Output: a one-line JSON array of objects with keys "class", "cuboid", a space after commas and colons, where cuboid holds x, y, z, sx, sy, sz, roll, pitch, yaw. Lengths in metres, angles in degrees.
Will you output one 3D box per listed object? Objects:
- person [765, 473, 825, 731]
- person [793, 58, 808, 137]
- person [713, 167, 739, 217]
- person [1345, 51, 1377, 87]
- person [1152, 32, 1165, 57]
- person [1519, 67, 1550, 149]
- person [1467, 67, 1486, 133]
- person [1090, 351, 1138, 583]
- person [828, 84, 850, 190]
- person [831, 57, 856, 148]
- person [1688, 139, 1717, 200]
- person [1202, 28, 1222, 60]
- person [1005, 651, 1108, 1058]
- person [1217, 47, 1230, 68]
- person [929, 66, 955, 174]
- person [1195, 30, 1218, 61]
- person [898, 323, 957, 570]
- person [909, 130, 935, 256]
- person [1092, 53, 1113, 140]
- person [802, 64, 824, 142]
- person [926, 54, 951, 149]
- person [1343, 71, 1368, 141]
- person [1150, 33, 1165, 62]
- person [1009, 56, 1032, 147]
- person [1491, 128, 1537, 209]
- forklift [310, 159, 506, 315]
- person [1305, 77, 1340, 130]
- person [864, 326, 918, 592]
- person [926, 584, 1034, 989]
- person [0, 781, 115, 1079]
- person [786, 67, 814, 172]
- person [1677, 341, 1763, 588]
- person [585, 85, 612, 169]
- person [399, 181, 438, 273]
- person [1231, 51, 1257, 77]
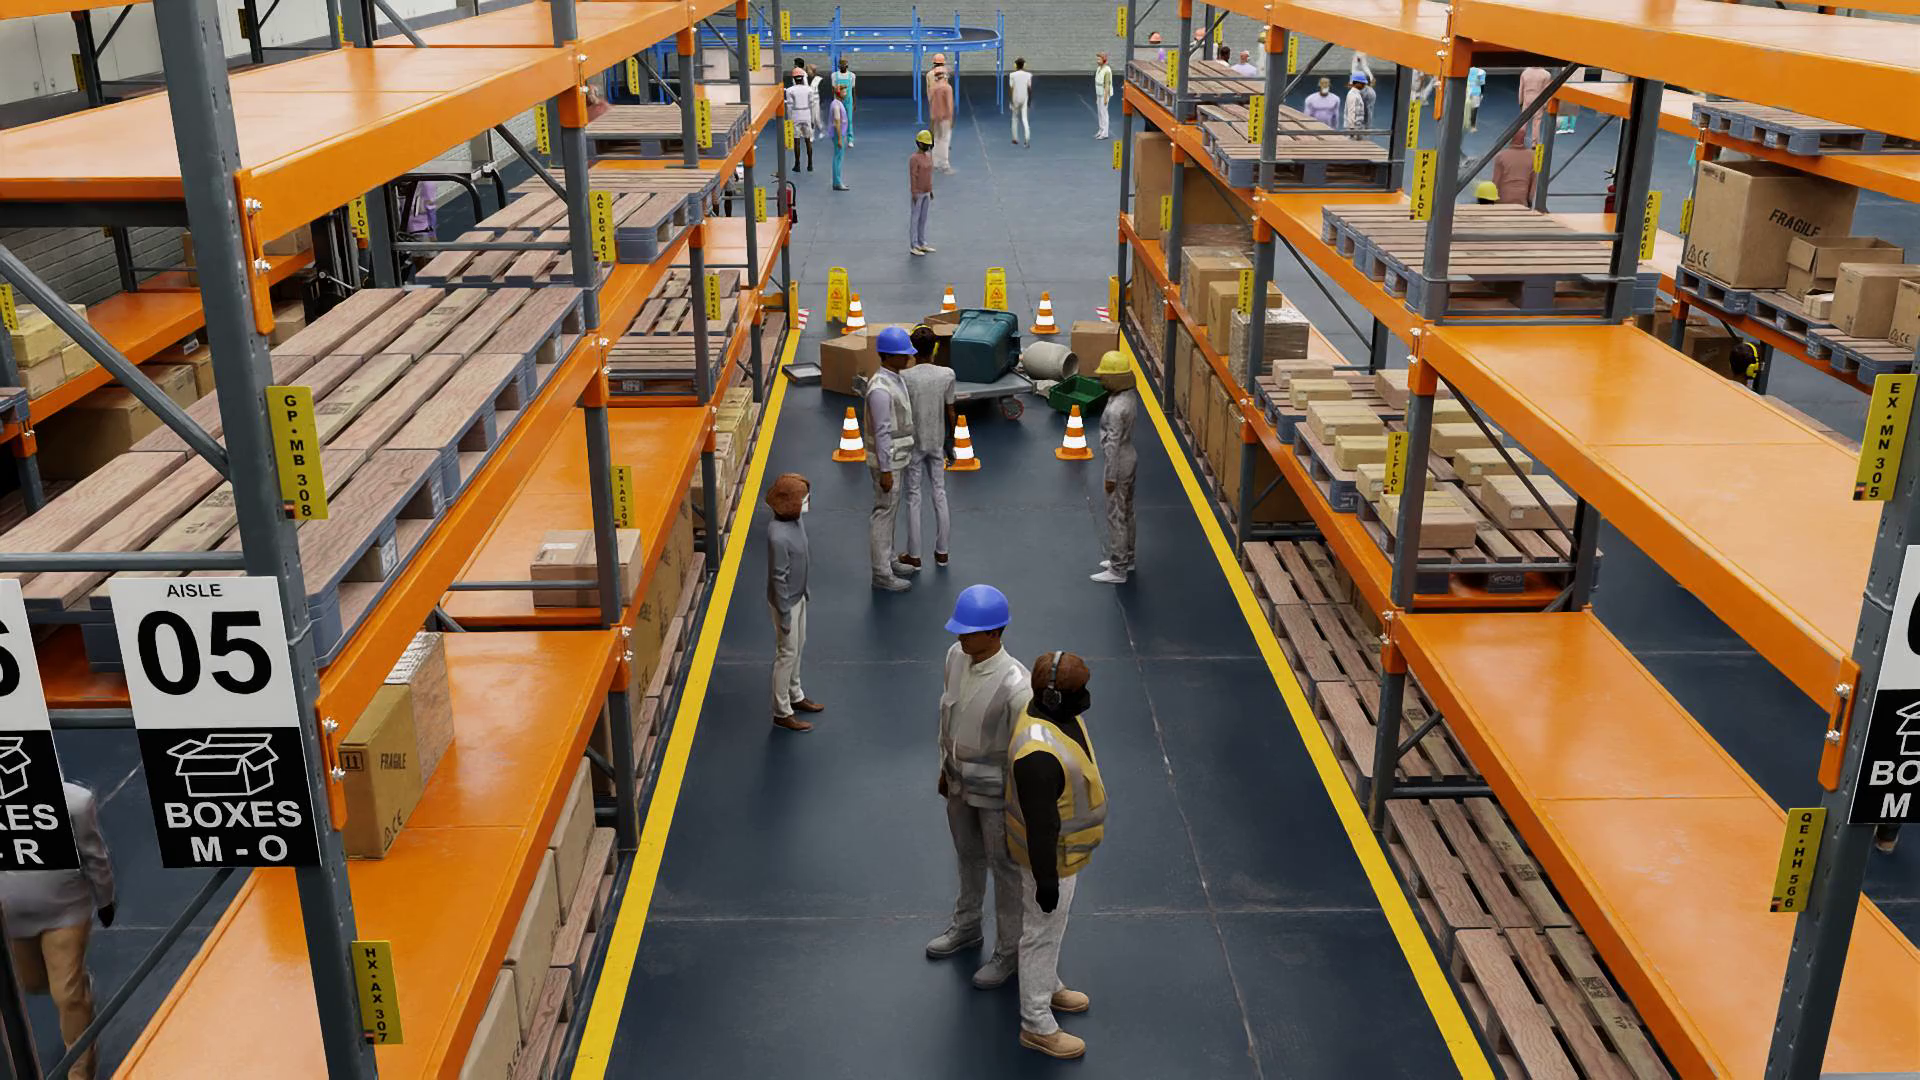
[{"class": "person", "cuboid": [-1.006, 0.366, 9.969, 0.297, 1.622, 0.509, 2, 21, 6]}, {"class": "person", "cuboid": [-3.492, -9.702, 36.476, 0.316, 1.695, 0.541, -16, 26, -36]}, {"class": "person", "cuboid": [-3.612, -5.657, 25.444, 0.354, 1.942, 0.545, 18, 27, 39]}, {"class": "person", "cuboid": [11.320, -13.656, 46.717, 0.576, 1.854, 0.852, -19, 28, -41]}, {"class": "person", "cuboid": [4.783, -11.457, 40.790, 0.400, 1.936, 0.677, -9, 23, -23]}, {"class": "person", "cuboid": [11.960, -9.115, 34.633, 0.645, 1.907, 0.400, 18, 27, 40]}, {"class": "person", "cuboid": [11.481, -9.990, 37.250, 0.529, 1.689, 0.321, 15, 26, 35]}, {"class": "person", "cuboid": [1.132, -0.539, 12.207, 0.322, 1.738, 0.486, 7, 22, 17]}, {"class": "person", "cuboid": [-2.167, -7.159, 29.551, 0.372, 1.840, 0.570, -2, 21, -4]}, {"class": "person", "cuboid": [-2.433, -9.157, 34.829, 0.515, 1.844, 0.333, -2, 21, -5]}, {"class": "person", "cuboid": [11.659, -5.868, 26.132, 0.391, 1.848, 0.563, 11, 23, 27]}, {"class": "person", "cuboid": [6.956, -13.463, 45.939, 0.678, 2.000, 0.536, 14, 25, 33]}, {"class": "person", "cuboid": [0.412, 1.322, 7.136, 0.429, 1.842, 0.635, 3, 21, 8]}, {"class": "person", "cuboid": [5.748, -9.915, 36.750, 0.401, 1.907, 0.600, -8, 22, -19]}, {"class": "person", "cuboid": [-0.296, -7.941, 31.493, 0.391, 1.951, 0.768, -16, 26, -37]}, {"class": "person", "cuboid": [6.134, -11.889, 41.868, 0.670, 1.962, 1.069, 7, 22, 17]}, {"class": "person", "cuboid": [-0.279, -0.693, 12.424, 0.534, 1.869, 0.315, -8, 22, -20]}, {"class": "person", "cuboid": [-0.537, -5.008, 23.981, 0.329, 1.762, 0.523, 12, 24, 28]}, {"class": "person", "cuboid": [3.114, -9.635, 36.108, 0.395, 1.836, 0.560, -5, 21, -13]}, {"class": "person", "cuboid": [-3.187, -9.385, 35.728, 0.520, 1.624, 0.359, 7, 22, 18]}, {"class": "person", "cuboid": [-0.438, -9.093, 34.532, 0.545, 1.938, 0.361, 16, 26, 37]}, {"class": "person", "cuboid": [7.258, -7.639, 30.677, 0.387, 1.947, 0.604, 7, 22, 18]}, {"class": "person", "cuboid": [4.697, -11.247, 40.220, 0.351, 1.942, 0.545, -11, 23, -27]}, {"class": "person", "cuboid": [1.293, -9.242, 35.079, 0.525, 1.841, 0.877, -5, 21, -13]}, {"class": "person", "cuboid": [7.671, -4.774, 23.162, 0.651, 1.904, 0.403, -1, 21, -3]}, {"class": "forklift", "cuboid": [-5.622, -2.910, 17.832, 2.313, 2.155, 1.214, -1, 21, -1]}, {"class": "person", "cuboid": [6.467, -7.295, 29.800, 0.640, 1.918, 0.615, 1, 21, 3]}, {"class": "person", "cuboid": [-0.497, -0.599, 12.067, 0.404, 1.945, 0.615, 2, 21, 5]}, {"class": "person", "cuboid": [0.108, 1.103, 7.567, 0.385, 1.948, 0.603, -16, 26, -37]}, {"class": "person", "cuboid": [-3.800, 1.479, 6.889, 0.558, 1.726, 0.751, -3, 21, -8]}, {"class": "person", "cuboid": [-3.036, -7.982, 31.610, 0.543, 1.928, 0.373, -7, 22, -18]}, {"class": "person", "cuboid": [5.483, -0.508, 11.936, 0.311, 1.869, 0.530, -10, 23, -25]}, {"class": "person", "cuboid": [-6.317, -6.895, 28.805, 0.648, 1.885, 0.727, 2, 21, 6]}, {"class": "person", "cuboid": [-6.669, -3.811, 20.440, 0.605, 2.035, 0.398, 12, 24, 29]}, {"class": "person", "cuboid": [6.061, -9.486, 35.613, 0.643, 1.909, 0.410, 11, 23, 27]}]
